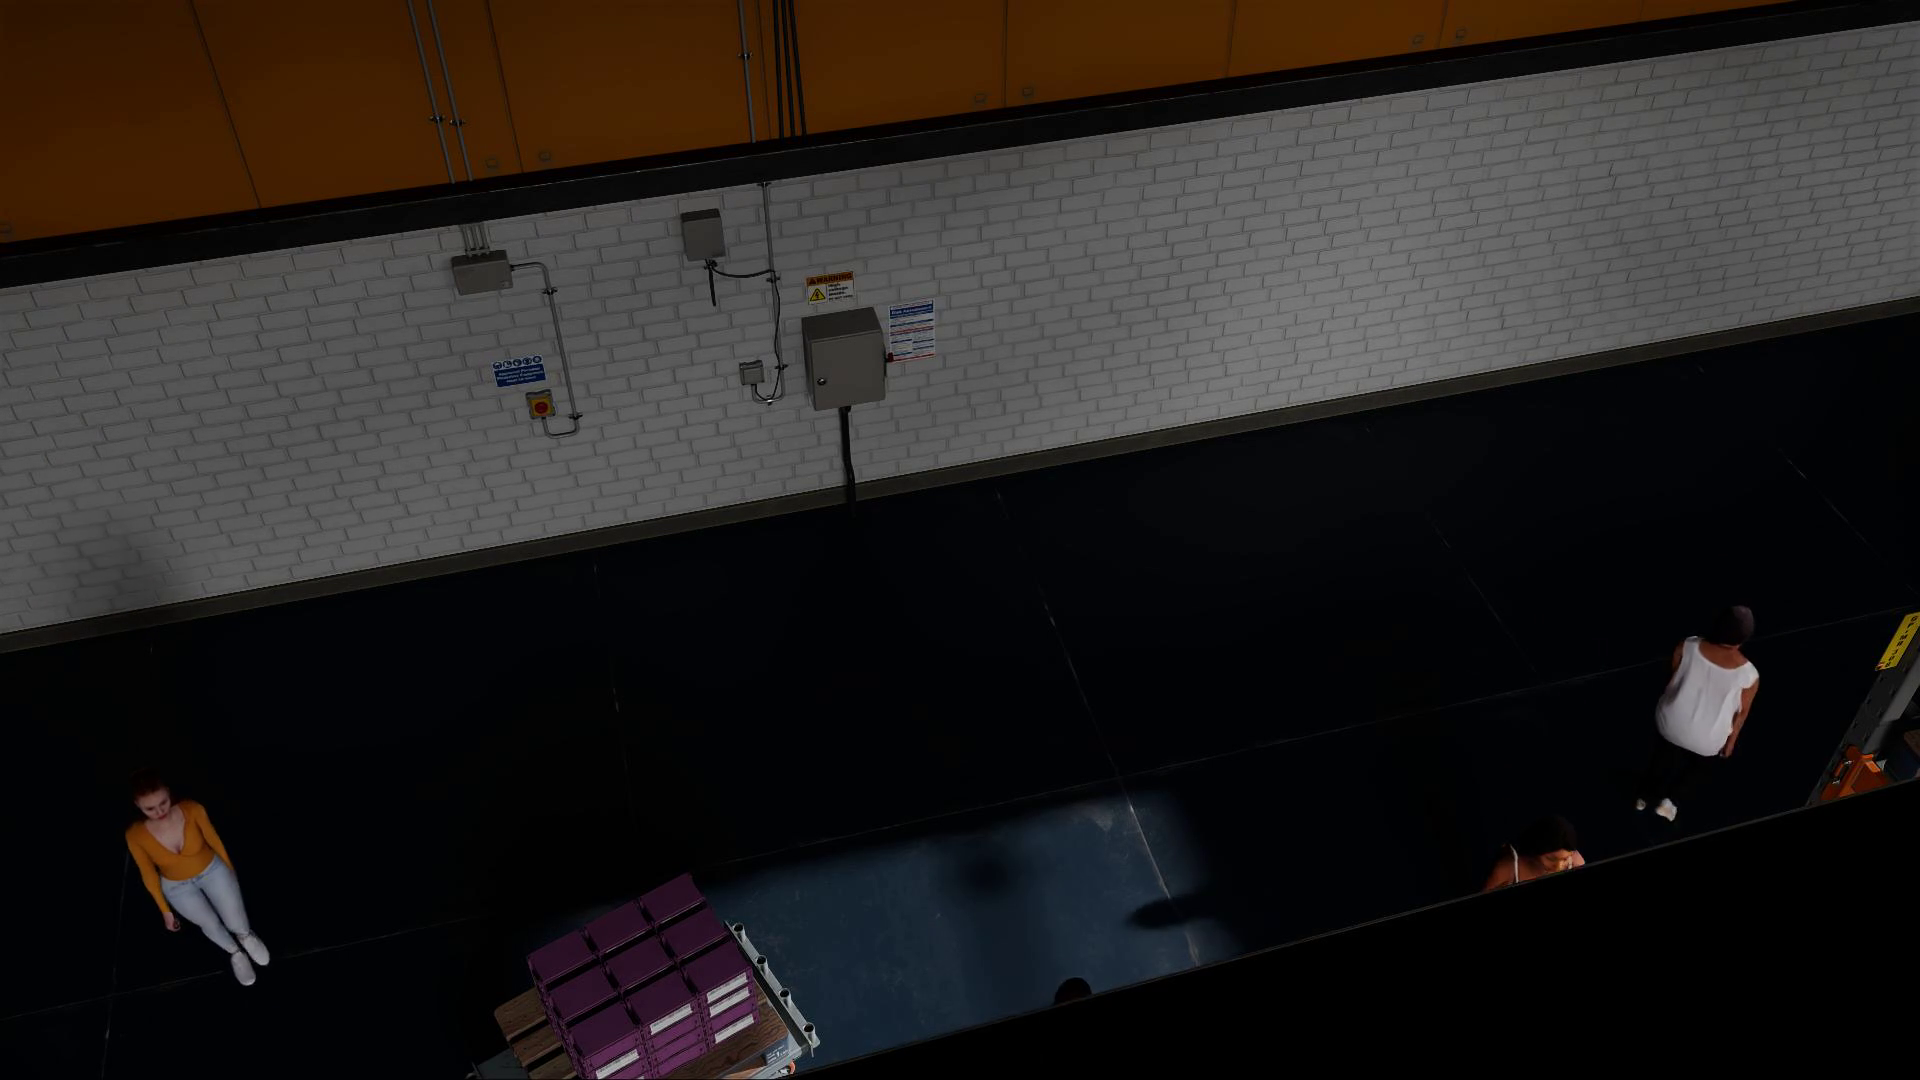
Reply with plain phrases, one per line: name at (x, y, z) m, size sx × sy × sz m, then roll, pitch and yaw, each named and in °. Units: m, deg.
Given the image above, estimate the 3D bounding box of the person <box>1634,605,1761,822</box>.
person at (4.293, 1.069, 9.748) m, size 0.870 × 1.678 × 0.773 m, roll -33°, pitch 53°, yaw -30°

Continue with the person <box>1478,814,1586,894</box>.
person at (2.912, 1.949, 8.743) m, size 0.801 × 1.791 × 1.017 m, roll 2°, pitch 44°, yaw 2°

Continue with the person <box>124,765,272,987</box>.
person at (-4.144, 1.784, 8.953) m, size 0.651 × 1.740 × 0.681 m, roll -24°, pitch 49°, yaw -23°
